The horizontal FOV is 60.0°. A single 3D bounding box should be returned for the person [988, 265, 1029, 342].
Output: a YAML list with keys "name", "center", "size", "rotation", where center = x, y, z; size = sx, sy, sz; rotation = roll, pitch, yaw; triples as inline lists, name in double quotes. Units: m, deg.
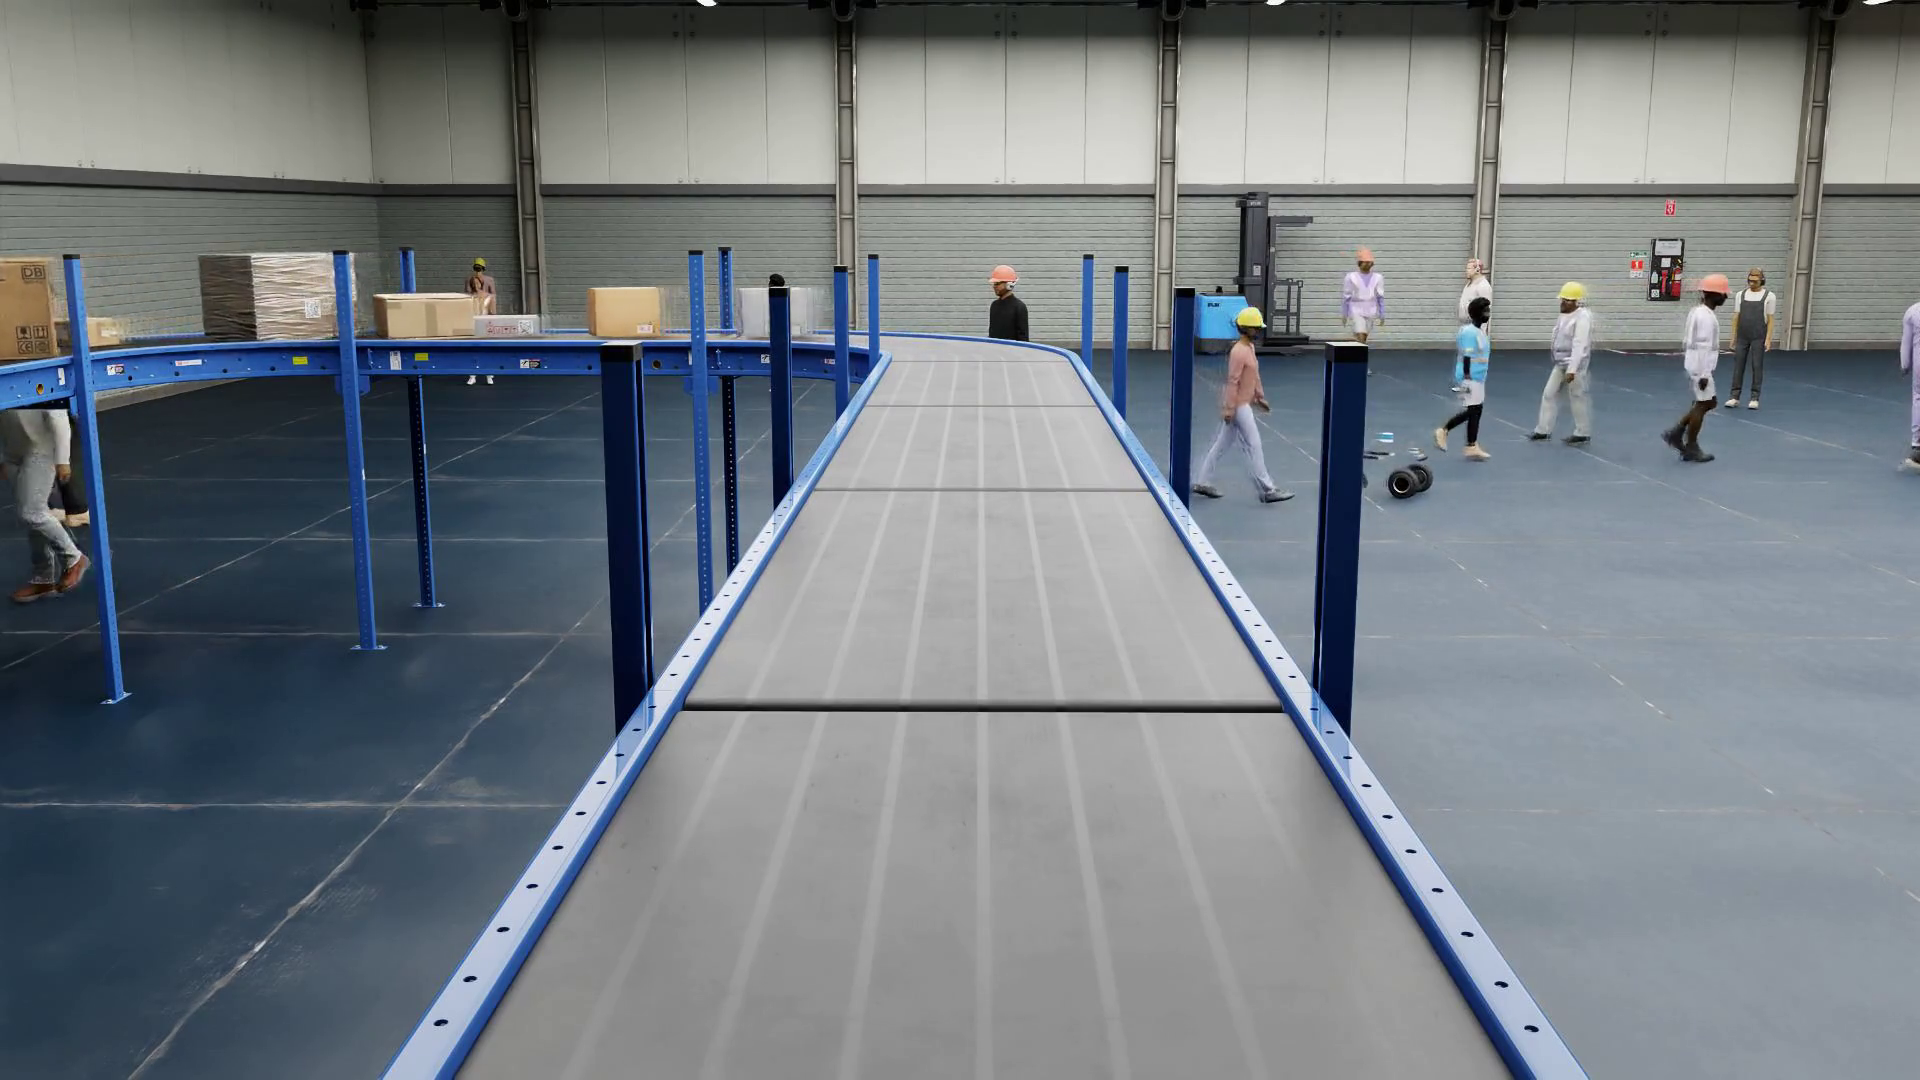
- name: "person"
  center: [0.483, -1.904, 17.624]
  size: [0.391, 1.995, 0.613]
  rotation: [-7, 13, -32]

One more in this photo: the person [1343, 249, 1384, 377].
- name: "person"
  center: [6.416, -3.608, 26.414]
  size: [0.623, 1.994, 1.032]
  rotation: [-1, 11, -6]

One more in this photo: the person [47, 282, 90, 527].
- name: "person"
  center: [-7.406, -1.124, 13.614]
  size: [0.684, 2.000, 0.538]
  rotation: [4, 12, 21]

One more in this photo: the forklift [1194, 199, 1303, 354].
- name: "forklift"
  center: [5.313, -4.851, 30.603]
  size: [1.873, 2.768, 1.129]
  rotation: [0, 11, 1]

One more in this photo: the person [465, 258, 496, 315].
- name: "person"
  center: [-8.596, -4.173, 29.877]
  size: [0.533, 1.768, 0.310]
  rotation: [-2, 11, -11]

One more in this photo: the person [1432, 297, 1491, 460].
- name: "person"
  center: [5.258, -1.675, 17.229]
  size: [0.494, 1.683, 0.547]
  rotation: [8, 13, 34]

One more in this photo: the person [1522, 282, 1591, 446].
- name: "person"
  center: [6.581, -1.919, 18.215]
  size: [0.809, 1.793, 0.615]
  rotation: [-1, 11, -3]

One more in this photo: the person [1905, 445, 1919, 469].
- name: "person"
  center: [9.832, -1.605, 16.301]
  size: [0.982, 1.926, 0.607]
  rotation: [2, 11, 10]

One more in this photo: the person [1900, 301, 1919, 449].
- name: "person"
  center: [10.501, -1.912, 17.926]
  size: [0.494, 1.901, 0.691]
  rotation: [-11, 15, -44]

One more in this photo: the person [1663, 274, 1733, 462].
- name: "person"
  center: [7.648, -1.773, 17.143]
  size: [0.471, 1.919, 0.572]
  rotation: [4, 12, 18]

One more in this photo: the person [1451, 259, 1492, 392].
- name: "person"
  center: [7.294, -3.040, 23.693]
  size: [0.401, 1.910, 0.641]
  rotation: [-1, 11, -4]

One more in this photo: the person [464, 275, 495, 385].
- name: "person"
  center: [-7.220, -3.151, 24.949]
  size: [0.511, 1.643, 0.308]
  rotation: [-1, 11, -8]

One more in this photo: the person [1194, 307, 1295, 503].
- name: "person"
  center: [2.502, -1.196, 14.719]
  size: [0.926, 1.716, 0.539]
  rotation: [4, 12, 17]

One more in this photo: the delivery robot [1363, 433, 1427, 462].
- name: "delivery robot"
  center: [3.900, -0.862, 15.186]
  size: [0.698, 0.223, 0.335]
  rotation: [7, 13, 32]

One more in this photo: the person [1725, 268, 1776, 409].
- name: "person"
  center: [10.404, -2.649, 21.864]
  size: [0.507, 1.839, 0.351]
  rotation: [10, 15, 42]

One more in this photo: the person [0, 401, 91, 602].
- name: "person"
  center: [-6.017, -0.533, 10.761]
  size: [0.684, 1.926, 0.442]
  rotation: [6, 13, 29]

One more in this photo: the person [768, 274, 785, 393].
- name: "person"
  center: [-2.595, -2.940, 23.722]
  size: [0.319, 1.696, 0.532]
  rotation: [0, 11, 2]
